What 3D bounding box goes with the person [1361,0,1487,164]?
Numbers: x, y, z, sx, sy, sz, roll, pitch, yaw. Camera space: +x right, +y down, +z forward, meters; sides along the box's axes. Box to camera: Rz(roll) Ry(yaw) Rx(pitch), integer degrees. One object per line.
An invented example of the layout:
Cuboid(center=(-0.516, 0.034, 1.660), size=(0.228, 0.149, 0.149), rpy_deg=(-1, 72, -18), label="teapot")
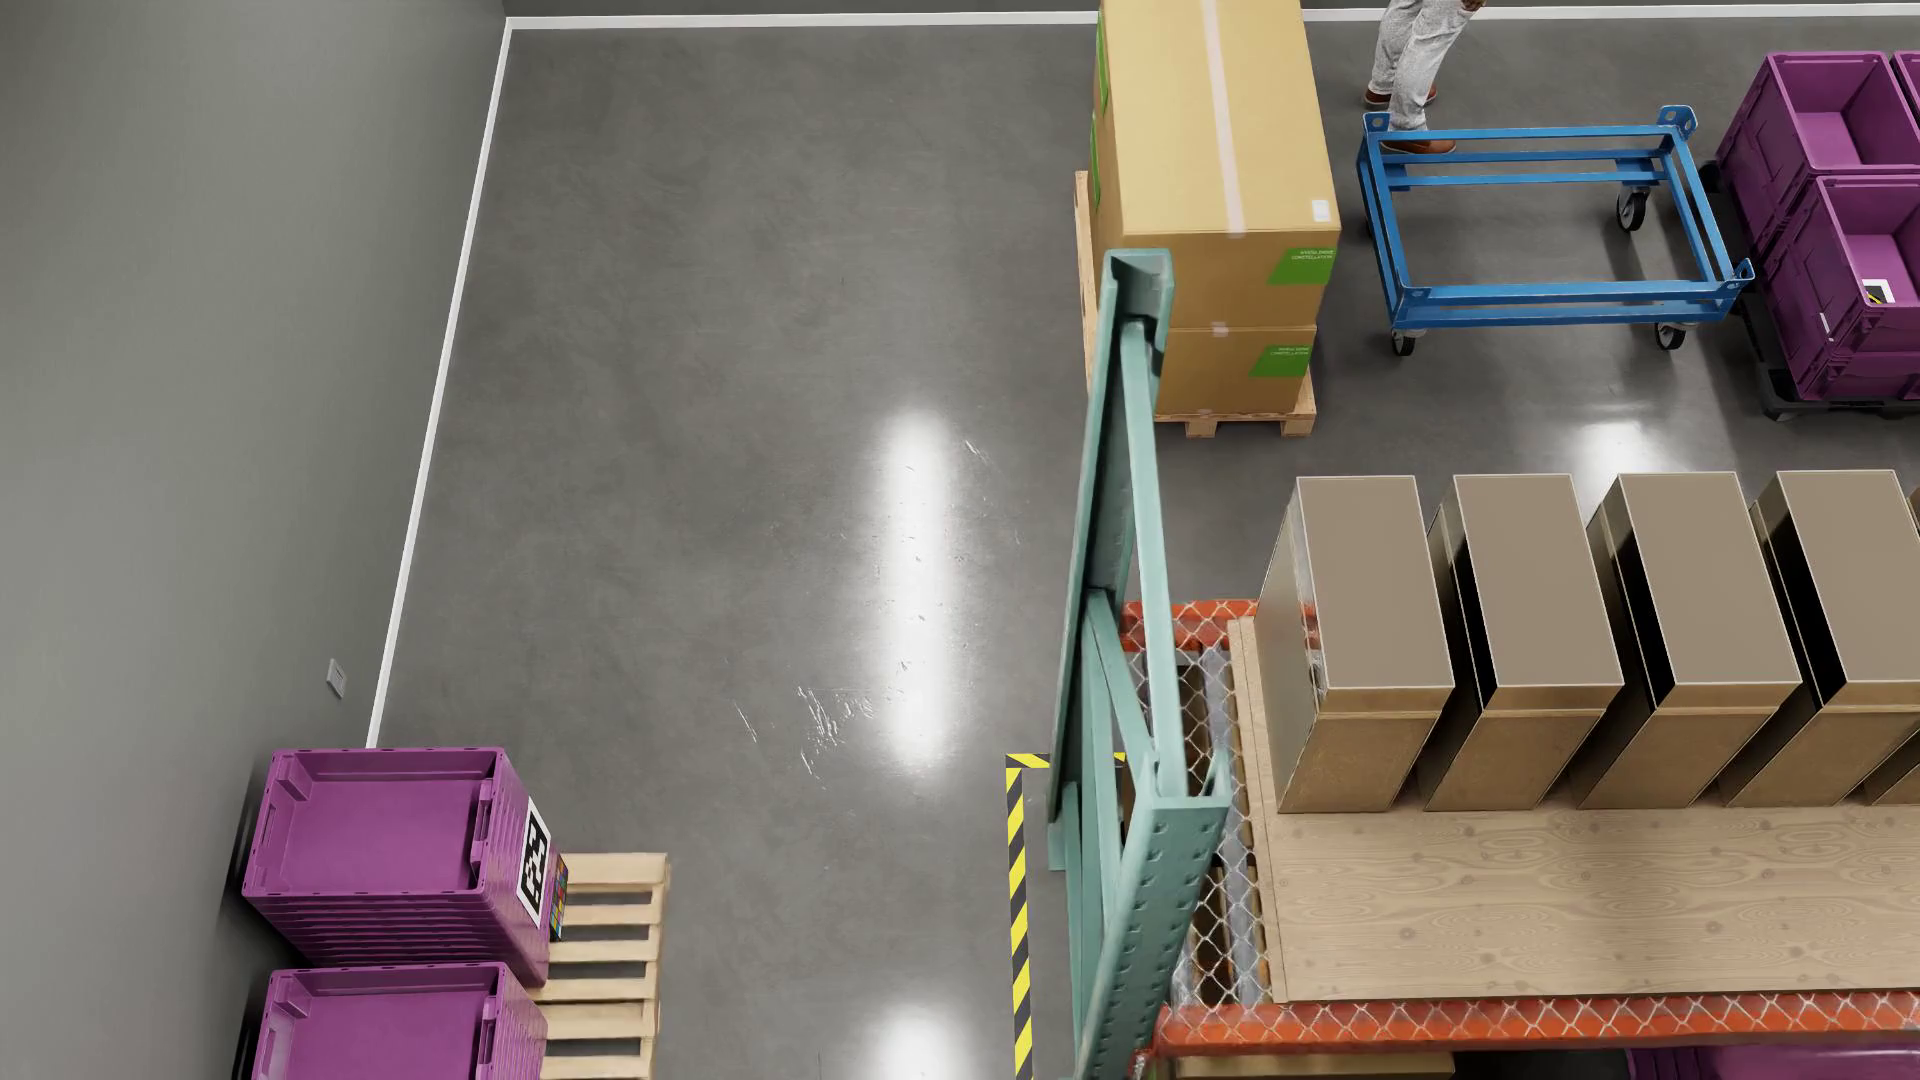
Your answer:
Cuboid(center=(1.835, -2.244, 6.078), size=(0.355, 1.937, 0.634), rpy_deg=(-3, 58, -2), label="person")
